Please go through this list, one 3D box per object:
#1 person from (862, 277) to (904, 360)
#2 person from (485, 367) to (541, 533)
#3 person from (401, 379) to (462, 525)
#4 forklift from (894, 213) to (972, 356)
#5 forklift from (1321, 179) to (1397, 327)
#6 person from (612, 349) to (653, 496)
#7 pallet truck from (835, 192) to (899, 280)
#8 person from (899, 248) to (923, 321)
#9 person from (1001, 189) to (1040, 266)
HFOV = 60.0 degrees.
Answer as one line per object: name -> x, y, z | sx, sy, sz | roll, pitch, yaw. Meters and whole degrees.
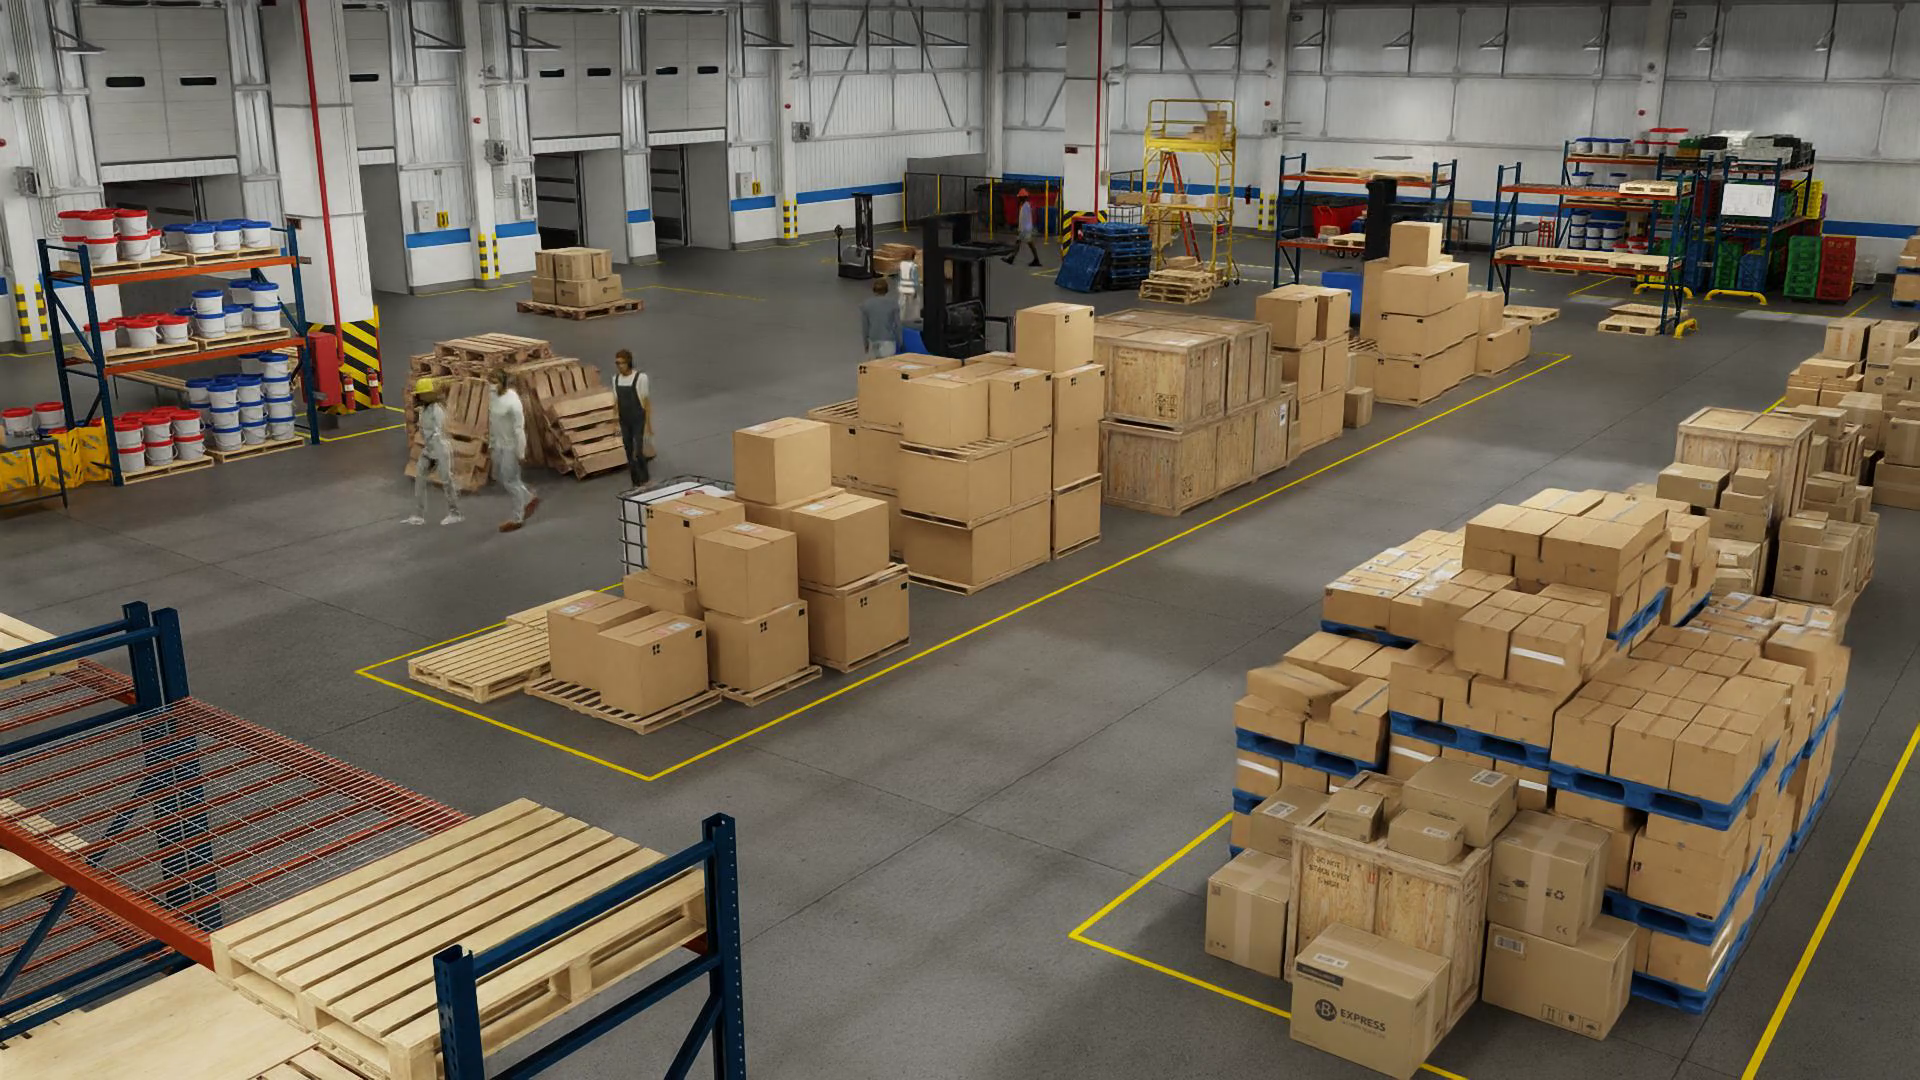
person -> -1.228, -3.061, 25.556 | 0.627, 1.921, 0.802 | 7, 18, 22
person -> -5.069, -1.037, 18.854 | 0.539, 1.918, 0.648 | -13, 21, -37
person -> -6.108, -0.980, 19.009 | 0.491, 1.716, 0.767 | 16, 23, 42
forklift -> -0.224, -3.638, 25.821 | 1.873, 2.768, 1.129 | 12, 21, 35
forklift -> 8.022, -5.512, 32.025 | 1.873, 2.768, 1.129 | 10, 19, 29
person -> -4.009, -1.418, 20.267 | 0.536, 1.827, 0.413 | 7, 18, 22
pallet truck -> -1.936, -7.159, 38.982 | 1.885, 1.965, 0.823 | -12, 21, -34
person -> -0.904, -4.731, 31.589 | 0.525, 1.609, 0.736 | 14, 22, 38
person -> 1.528, -7.664, 40.841 | 0.995, 1.878, 0.544 | 0, 17, 0
